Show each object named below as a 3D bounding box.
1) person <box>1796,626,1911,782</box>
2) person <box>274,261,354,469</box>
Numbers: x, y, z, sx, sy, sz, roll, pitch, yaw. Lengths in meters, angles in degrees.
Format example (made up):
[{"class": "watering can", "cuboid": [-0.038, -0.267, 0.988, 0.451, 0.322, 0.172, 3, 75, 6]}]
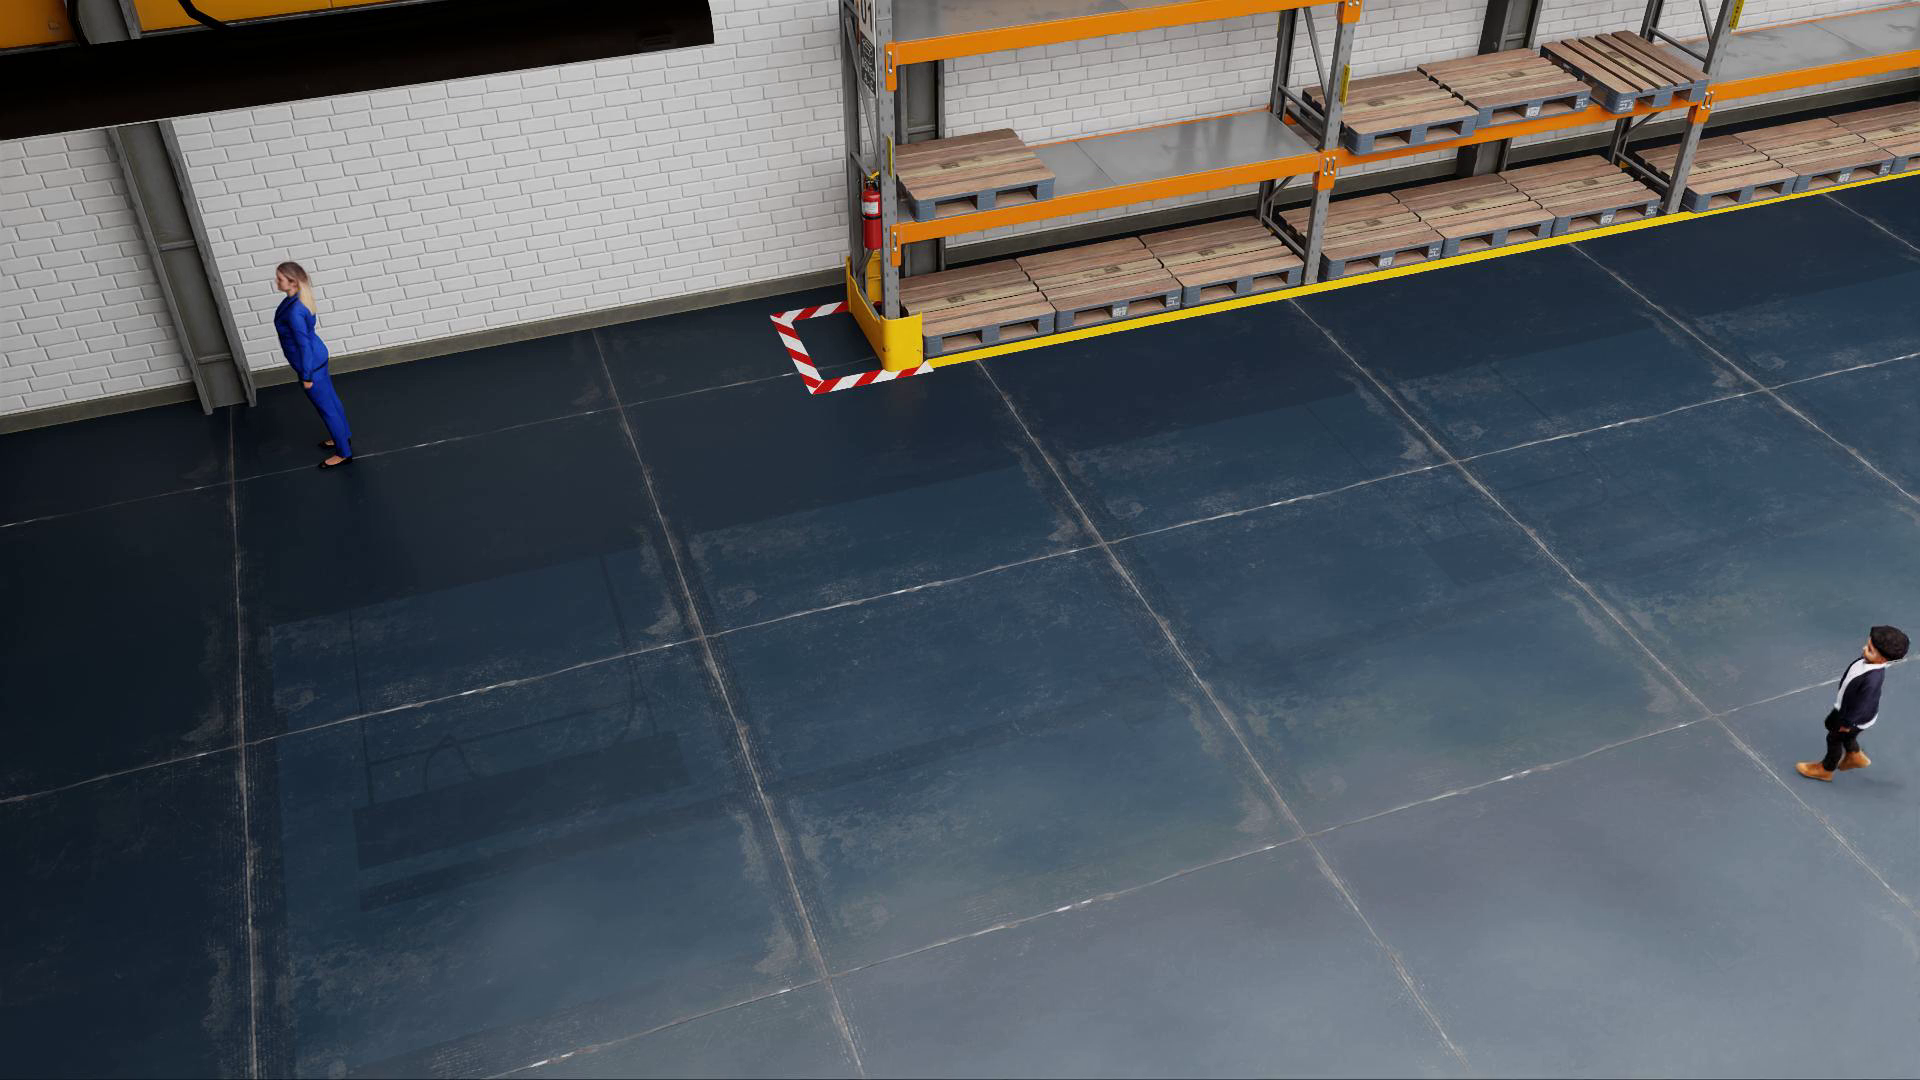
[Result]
[{"class": "person", "cuboid": [5.446, 1.003, 10.012, 0.725, 1.216, 0.665, 17, 42, 20]}, {"class": "person", "cuboid": [-4.877, -1.335, 12.552, 0.567, 1.700, 0.639, -9, 40, -11]}]
